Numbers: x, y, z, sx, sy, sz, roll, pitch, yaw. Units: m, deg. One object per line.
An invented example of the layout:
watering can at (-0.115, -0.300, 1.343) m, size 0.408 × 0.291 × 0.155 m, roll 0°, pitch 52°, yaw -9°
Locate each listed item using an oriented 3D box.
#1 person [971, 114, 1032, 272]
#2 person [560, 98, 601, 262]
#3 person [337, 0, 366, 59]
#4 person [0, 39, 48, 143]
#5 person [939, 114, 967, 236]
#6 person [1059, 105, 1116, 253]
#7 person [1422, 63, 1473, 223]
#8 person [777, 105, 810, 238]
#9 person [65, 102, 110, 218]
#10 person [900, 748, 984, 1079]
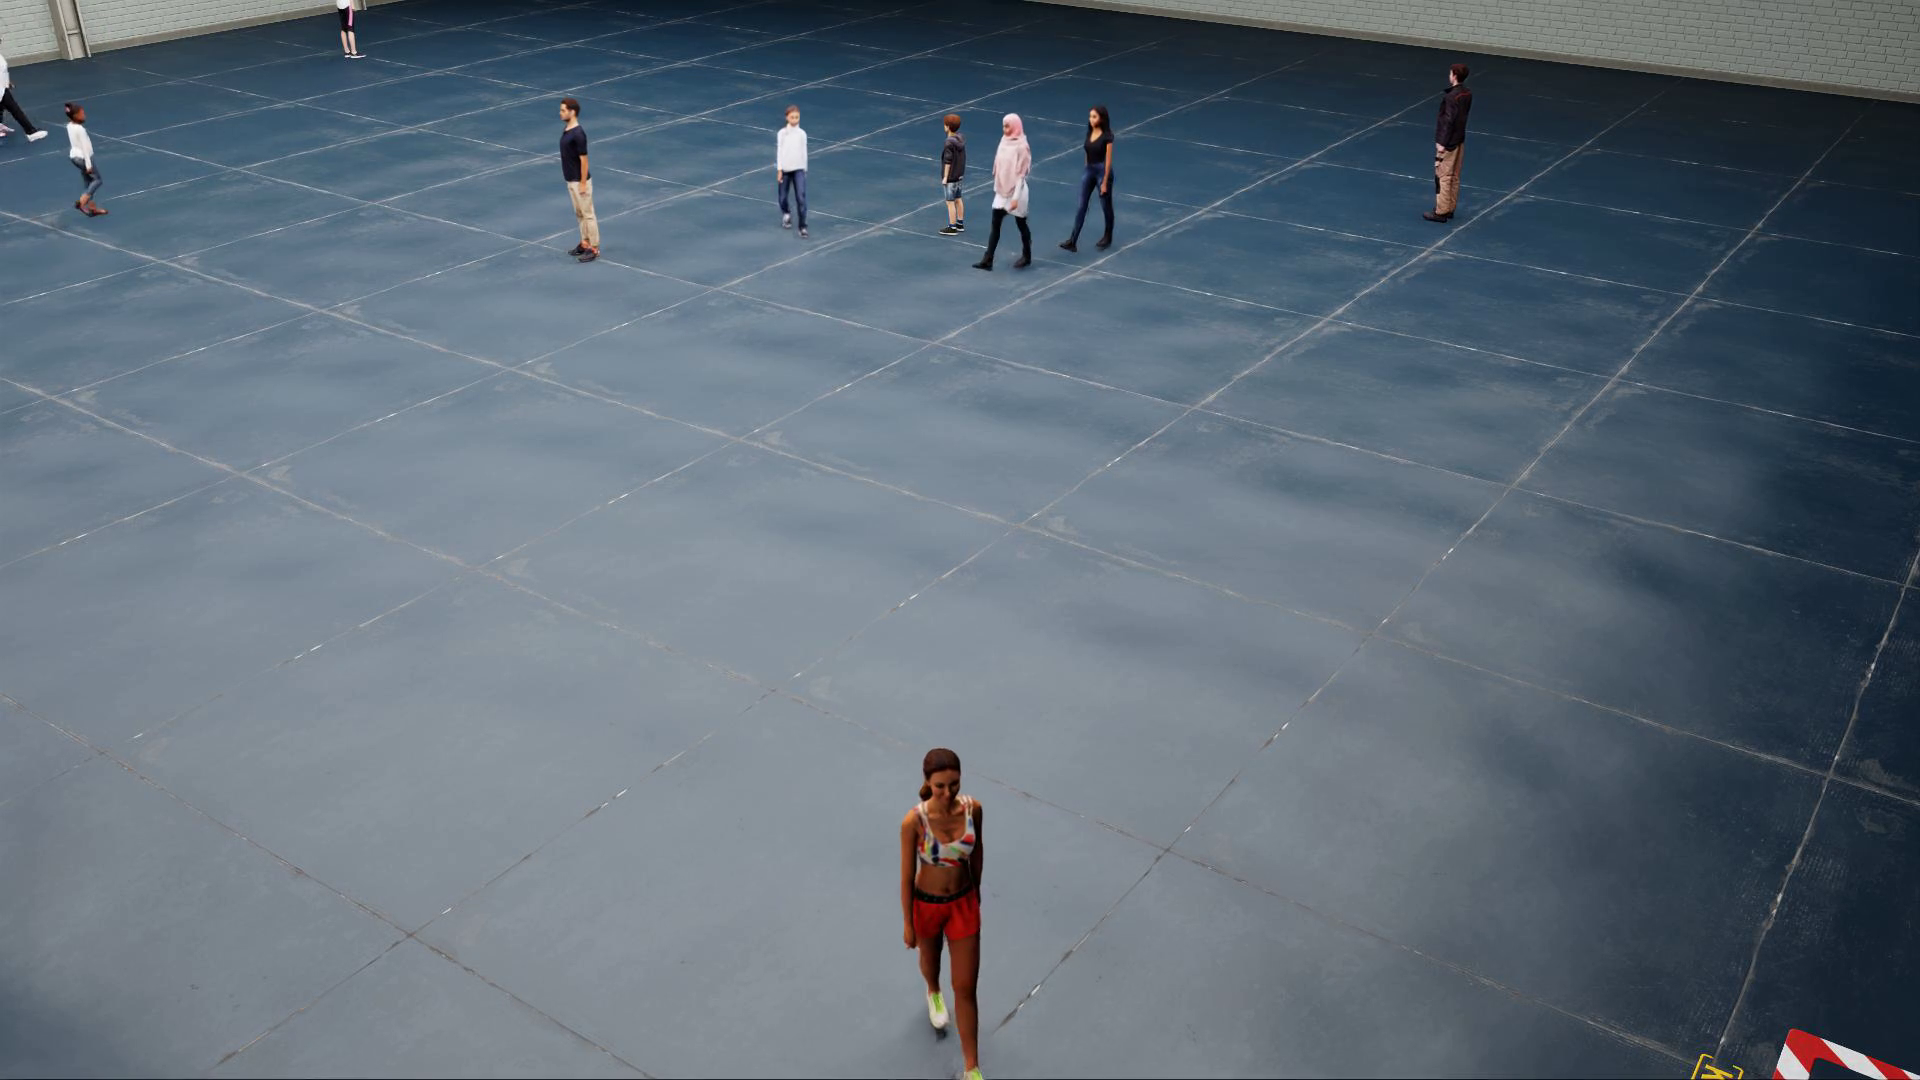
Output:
person at (0.675, -3.907, 18.792) m, size 1.129 × 1.768 × 0.811 m, roll -23°, pitch 35°, yaw -37°
person at (-4.397, -4.167, 19.197) m, size 0.672 × 1.858 × 0.701 m, roll -16°, pitch 31°, yaw -27°
person at (-11.004, -9.549, 29.726) m, size 0.598 × 1.788 × 0.508 m, roll 18°, pitch 33°, yaw 32°
person at (-13.959, -6.507, 23.971) m, size 1.204 × 1.647 × 0.922 m, roll -19°, pitch 33°, yaw -32°
person at (-0.090, -4.440, 20.177) m, size 0.610 × 1.446 × 0.461 m, roll 15°, pitch 31°, yaw 26°
person at (1.682, -4.221, 19.477) m, size 0.690 × 1.697 × 1.150 m, roll 23°, pitch 35°, yaw 37°
person at (6.072, -4.920, 20.587) m, size 0.781 × 1.924 × 0.551 m, roll 22°, pitch 34°, yaw 36°
person at (-2.049, -4.492, 20.175) m, size 0.892 × 1.541 × 0.966 m, roll -5°, pitch 28°, yaw -9°
person at (-10.981, -4.713, 20.705) m, size 0.572 × 1.448 × 0.671 m, roll 19°, pitch 33°, yaw 33°
person at (-0.113, 1.699, 7.925) m, size 1.109 × 1.749 × 1.096 m, roll -8°, pitch 28°, yaw -15°
